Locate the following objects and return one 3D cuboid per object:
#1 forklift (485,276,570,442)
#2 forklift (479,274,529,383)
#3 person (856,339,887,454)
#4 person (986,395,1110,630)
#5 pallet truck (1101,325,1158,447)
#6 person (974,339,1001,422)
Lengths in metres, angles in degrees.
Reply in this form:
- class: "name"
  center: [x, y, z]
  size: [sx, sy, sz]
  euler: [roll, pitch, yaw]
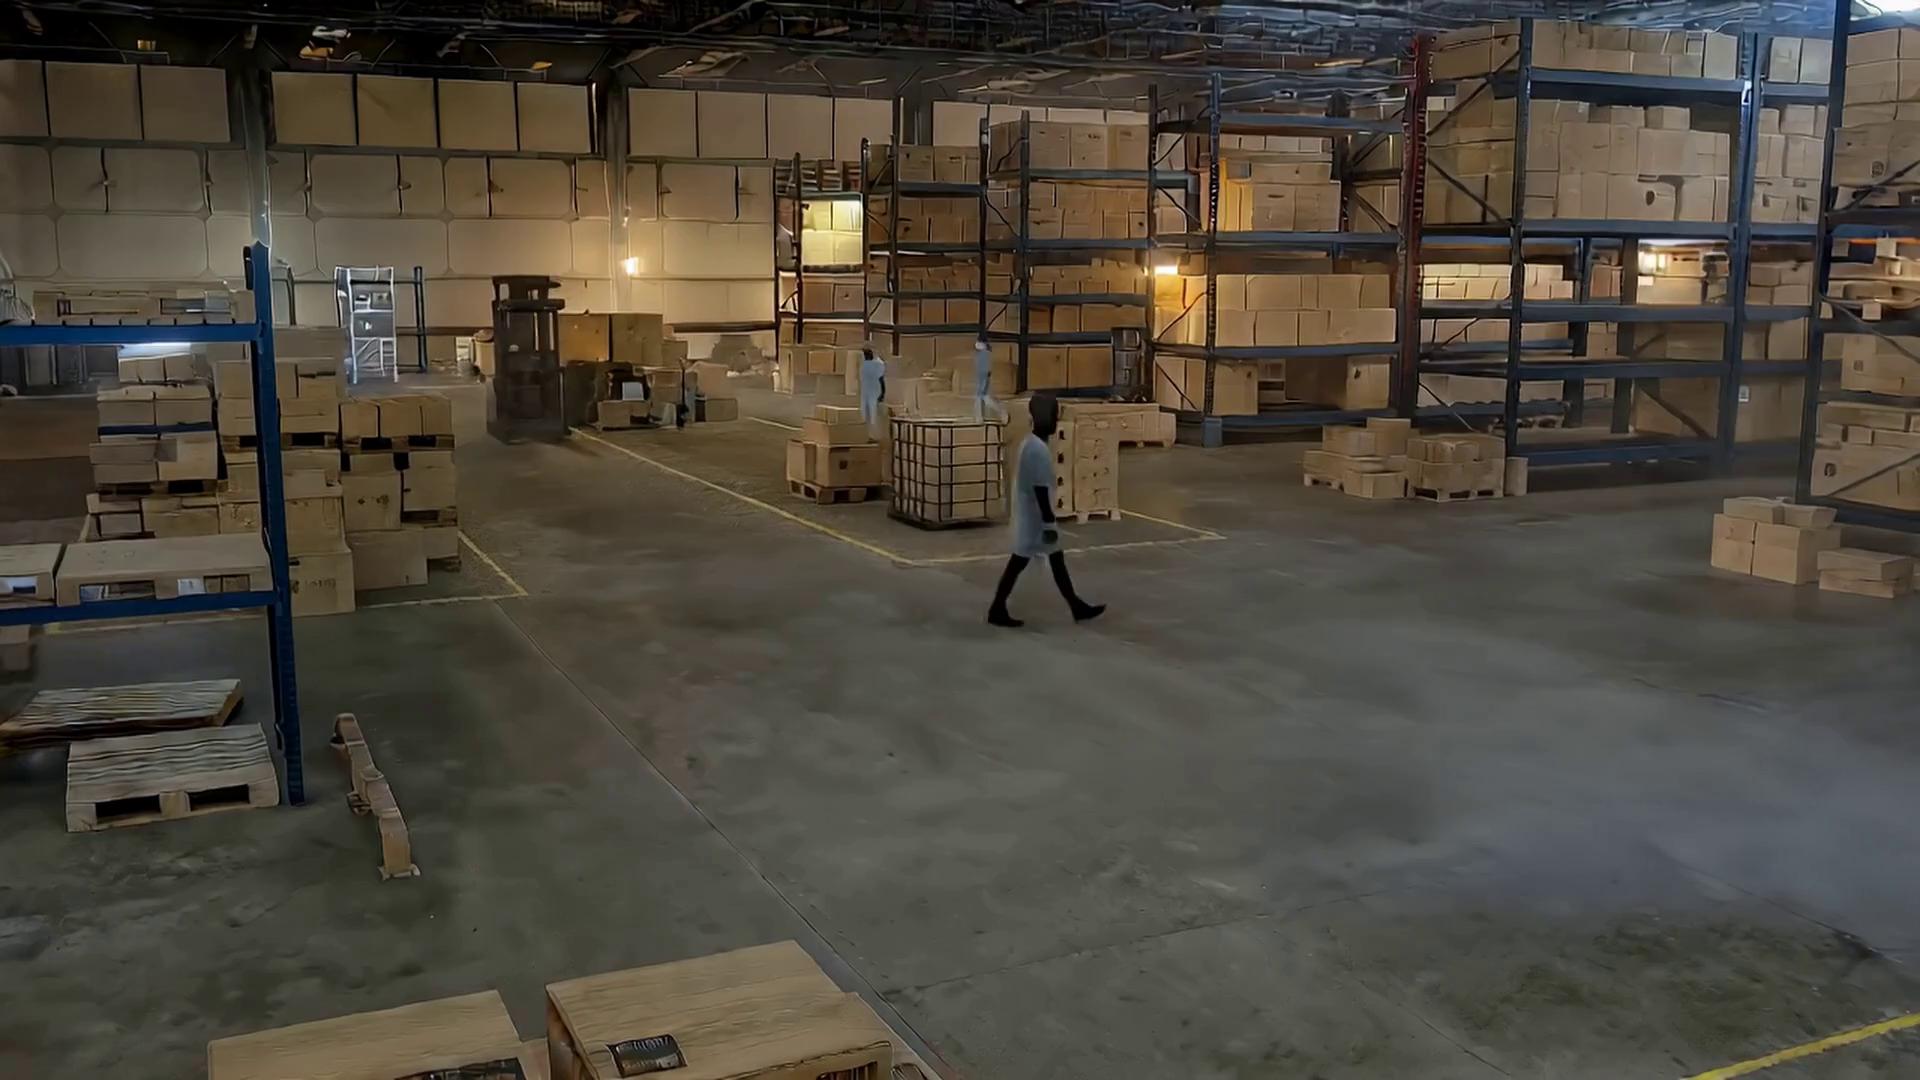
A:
- class: "forklift"
  center: [-7.568, -3.176, 28.794]
  size: [1.129, 2.768, 1.873]
  euler: [-4, 10, -26]
- class: "forklift"
  center: [-11.268, -5.375, 42.435]
  size: [1.873, 2.768, 1.129]
  euler: [-4, 10, -25]
- class: "person"
  center: [-1.396, -2.204, 25.937]
  size: [0.546, 1.852, 0.415]
  euler: [6, 11, 35]
- class: "person"
  center: [0.681, -0.213, 13.401]
  size: [1.019, 1.906, 0.633]
  euler: [1, 9, 6]
- class: "pallet truck"
  center: [2.881, -2.596, 27.923]
  size: [0.823, 1.965, 1.885]
  euler: [-1, 9, -7]
- class: "person"
  center: [0.519, -3.043, 31.845]
  size: [0.514, 1.617, 0.535]
  euler: [1, 9, 5]
